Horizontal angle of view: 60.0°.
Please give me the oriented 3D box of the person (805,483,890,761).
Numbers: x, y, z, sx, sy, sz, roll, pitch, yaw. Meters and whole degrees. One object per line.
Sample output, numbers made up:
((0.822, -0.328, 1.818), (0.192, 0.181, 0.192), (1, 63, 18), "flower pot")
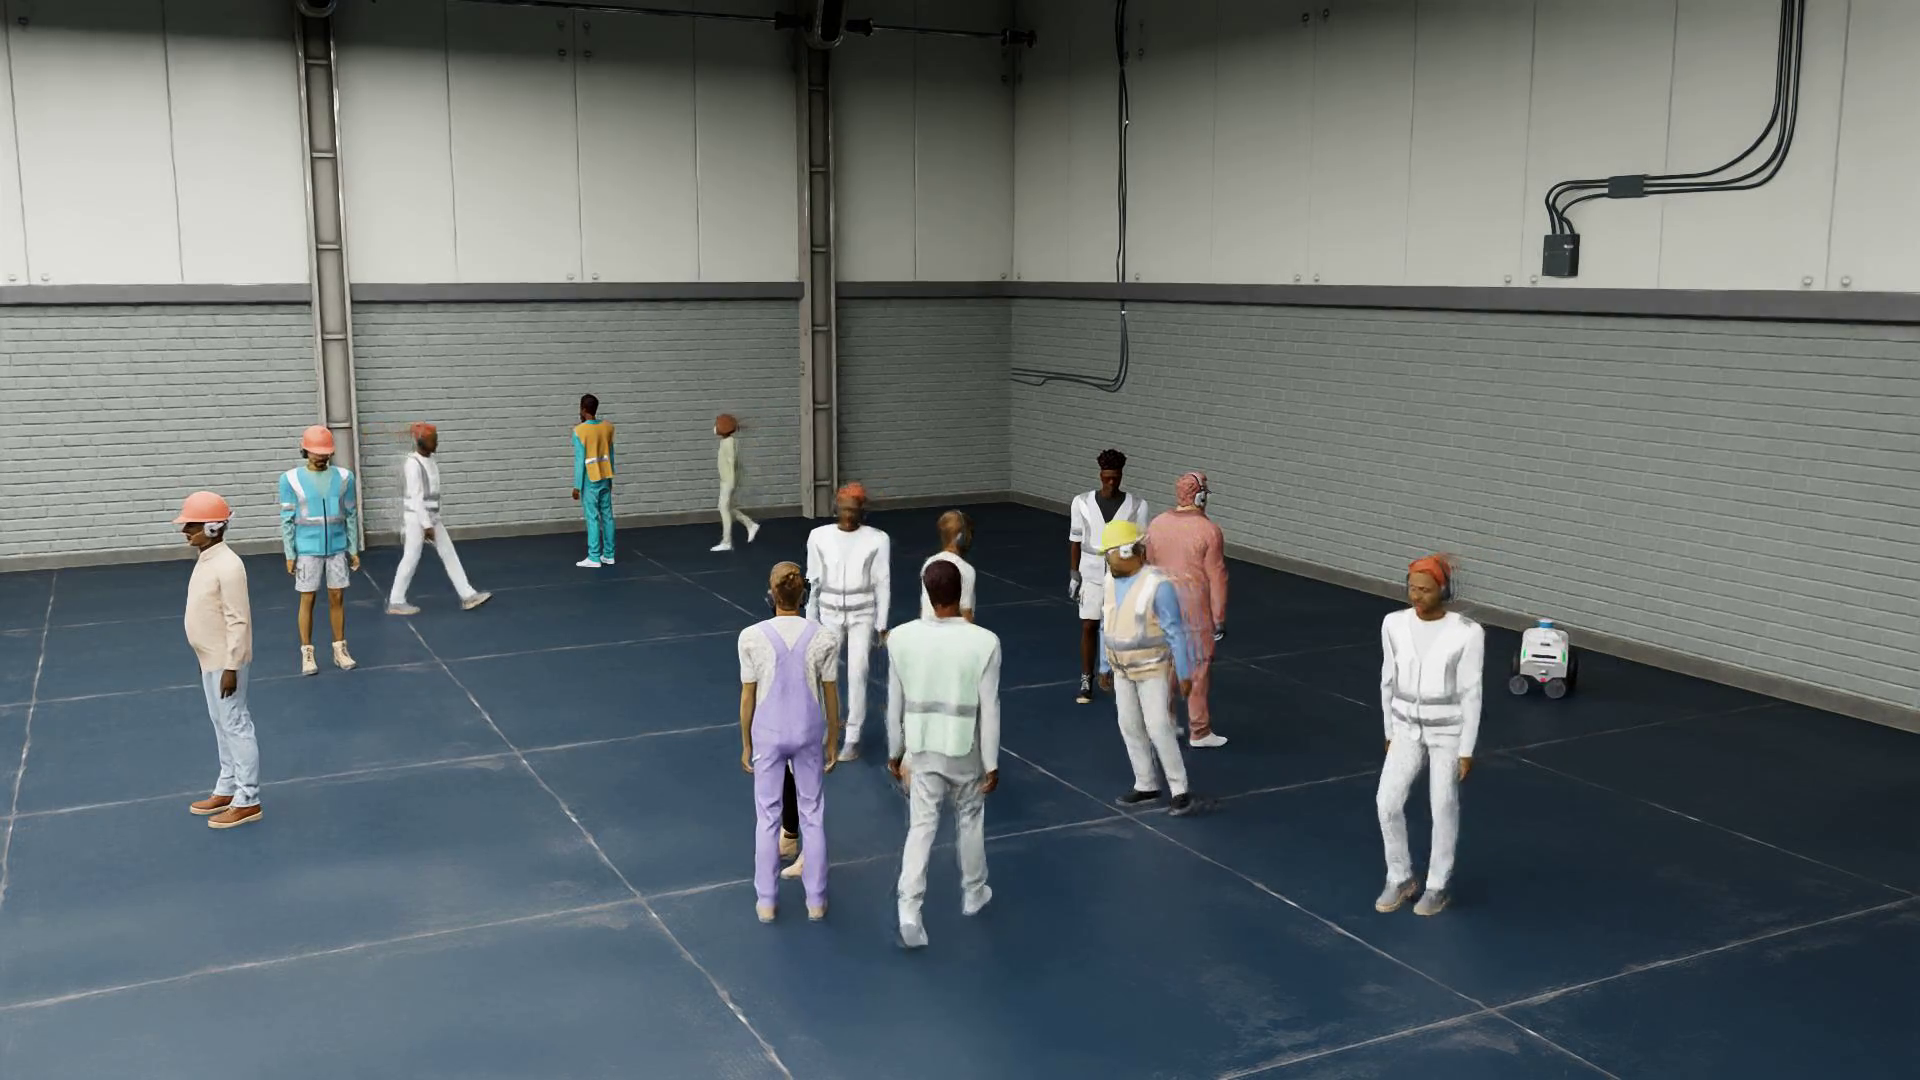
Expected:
((-0.763, 0.543, 11.201), (0.589, 1.870, 0.460), (1, 9, 5), "person")

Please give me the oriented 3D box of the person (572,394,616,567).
((-4.049, -0.654, 18.431), (0.395, 1.920, 0.587), (6, 11, 32), "person")

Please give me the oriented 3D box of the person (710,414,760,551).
((-2.660, -0.677, 19.510), (0.525, 1.618, 0.502), (-3, 10, -16), "person")

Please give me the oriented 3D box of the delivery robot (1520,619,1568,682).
((4.563, 0.865, 12.978), (0.477, 0.478, 0.707), (3, 10, 20), "delivery robot")

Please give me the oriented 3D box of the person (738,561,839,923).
((-0.858, 1.020, 8.388), (0.501, 1.838, 0.341), (-2, 9, -11), "person")

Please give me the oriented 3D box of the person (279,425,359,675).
((-5.206, 0.074, 13.585), (0.606, 2.038, 0.382), (-7, 12, -37), "person")

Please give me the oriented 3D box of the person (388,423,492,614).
((-5.037, -0.194, 15.854), (0.959, 1.834, 0.582), (1, 9, 6), "person")

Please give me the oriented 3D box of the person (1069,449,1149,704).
((1.127, 0.276, 12.598), (0.609, 1.955, 0.382), (2, 9, 9), "person")

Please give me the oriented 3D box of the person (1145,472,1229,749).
((1.591, 0.481, 11.476), (0.409, 1.907, 0.651), (-9, 13, -44), "person")

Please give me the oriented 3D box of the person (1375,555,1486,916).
((2.348, 1.005, 8.393), (0.583, 1.865, 0.575), (7, 12, 39), "person")

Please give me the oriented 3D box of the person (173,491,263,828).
((-4.395, 0.699, 9.860), (0.379, 1.996, 0.609), (-7, 12, -38), "person")

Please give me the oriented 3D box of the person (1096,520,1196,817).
((1.090, 0.770, 10.074), (0.461, 1.787, 0.646), (-7, 11, -36), "person")

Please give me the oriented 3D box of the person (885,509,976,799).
((-0.171, 0.731, 10.242), (0.679, 1.815, 0.549), (-6, 11, -33), "person")

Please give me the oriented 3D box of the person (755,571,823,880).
((-0.921, 0.980, 9.039), (0.318, 1.700, 0.535), (-6, 11, -32), "person")

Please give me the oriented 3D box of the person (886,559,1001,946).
((-0.091, 1.031, 8.215), (0.599, 1.877, 0.909), (3, 10, 15), "person")
